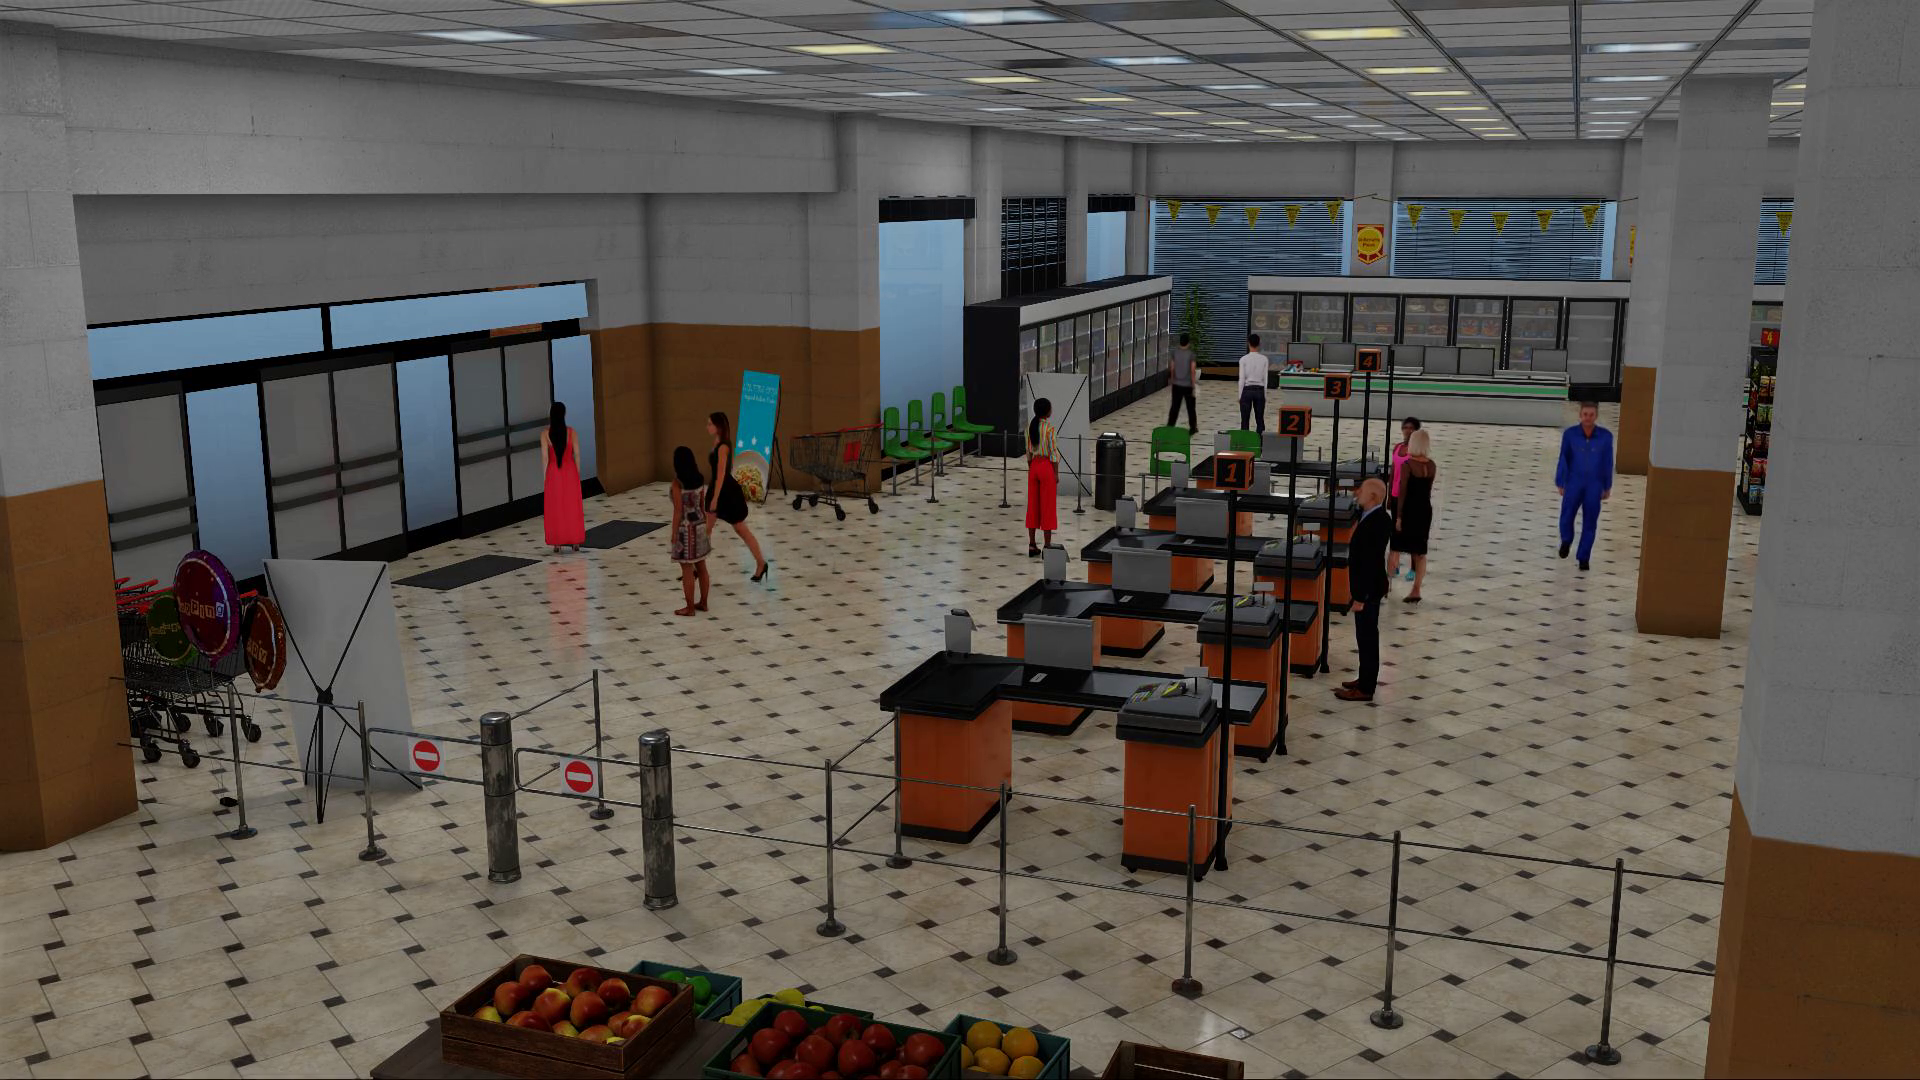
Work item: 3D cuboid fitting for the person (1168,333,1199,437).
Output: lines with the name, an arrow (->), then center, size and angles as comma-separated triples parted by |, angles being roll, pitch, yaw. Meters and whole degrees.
person -> 3.610, -2.483, 27.186 | 1.109, 1.710, 0.809 | 7, 14, 28

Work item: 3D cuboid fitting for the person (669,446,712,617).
person -> -2.600, -0.095, 16.009 | 0.617, 1.642, 0.701 | 8, 14, 33

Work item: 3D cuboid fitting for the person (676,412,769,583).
person -> -2.307, -0.371, 17.018 | 1.193, 1.768, 1.098 | -5, 13, -22

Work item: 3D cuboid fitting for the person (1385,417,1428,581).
person -> 4.700, -0.443, 17.471 | 0.602, 1.721, 0.705 | 11, 16, 43

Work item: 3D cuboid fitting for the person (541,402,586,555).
person -> -4.470, -0.701, 18.680 | 0.701, 1.728, 0.771 | -5, 13, -21

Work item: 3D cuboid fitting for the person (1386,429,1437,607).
person -> 4.506, -0.202, 16.320 | 0.865, 1.724, 0.908 | -5, 13, -23

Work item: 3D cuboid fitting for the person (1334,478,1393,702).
person -> 3.278, 0.384, 13.350 | 0.577, 1.801, 0.673 | 5, 13, 22

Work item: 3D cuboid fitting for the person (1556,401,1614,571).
person -> 6.754, -0.601, 18.001 | 0.705, 1.813, 0.812 | 3, 12, 15

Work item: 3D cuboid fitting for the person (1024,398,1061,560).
person -> 0.912, -0.690, 18.468 | 0.568, 1.793, 0.714 | 9, 15, 37

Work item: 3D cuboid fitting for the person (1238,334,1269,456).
person -> 4.531, -2.254, 25.718 | 0.657, 1.868, 0.766 | -1, 12, -4
